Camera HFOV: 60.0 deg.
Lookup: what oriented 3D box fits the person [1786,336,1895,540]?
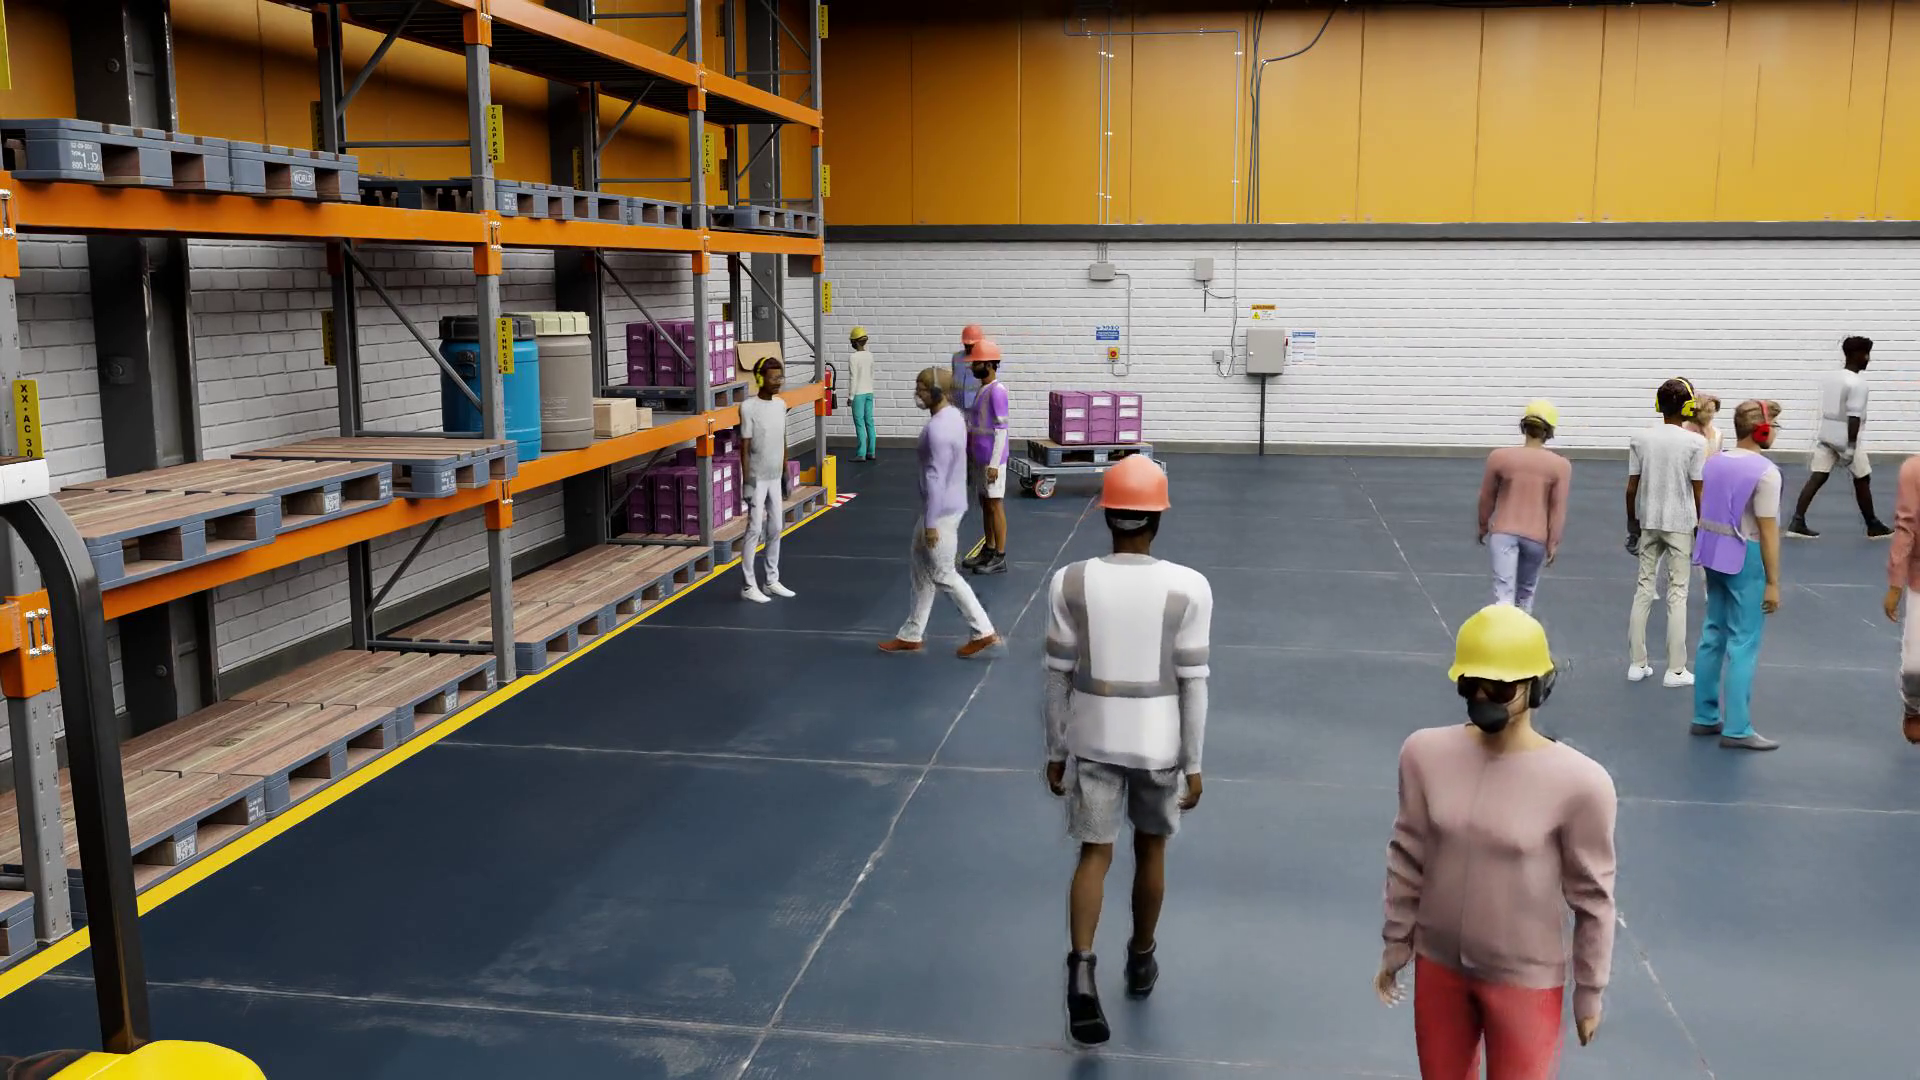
[{"bbox_3d":[8.233,-0.941,15.451,1.009,1.916,0.606,-1,9,-7],"label":"person"}]

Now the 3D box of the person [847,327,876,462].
[{"bbox_3d":[-1.321,-1.905,21.845,0.326,1.767,0.533,5,11,30],"label":"person"}]

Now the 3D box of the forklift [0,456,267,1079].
[{"bbox_3d":[-2.328,0.975,2.765,2.313,2.155,1.214,1,9,9],"label":"forklift"}]

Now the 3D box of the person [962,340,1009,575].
[{"bbox_3d":[0.219,-0.684,13.786,0.362,1.938,0.545,-3,10,-15],"label":"person"}]

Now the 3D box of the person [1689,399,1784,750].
[{"bbox_3d":[4.086,0.177,8.766,0.372,1.840,0.570,-2,9,-11],"label":"person"}]

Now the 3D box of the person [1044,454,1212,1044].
[{"bbox_3d":[0.537,0.678,5.471,0.548,1.916,0.845,2,9,13],"label":"person"}]

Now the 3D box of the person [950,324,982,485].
[{"bbox_3d":[0.081,-1.551,19.254,0.625,1.895,0.461,5,10,28],"label":"person"}]

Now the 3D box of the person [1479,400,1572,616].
[{"bbox_3d":[3.525,-0.019,10.405,0.531,1.703,0.947,2,10,14],"label":"person"}]

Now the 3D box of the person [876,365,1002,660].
[{"bbox_3d":[-0.121,-0.171,10.702,0.827,1.915,0.645,1,9,5],"label":"person"}]

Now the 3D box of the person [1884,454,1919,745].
[{"bbox_3d":[4.903,0.205,8.192,0.618,1.970,0.684,5,10,27],"label":"person"}]

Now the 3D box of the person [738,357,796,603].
[{"bbox_3d":[-1.475,-0.459,12.645,0.322,1.860,0.521,7,11,36],"label":"person"}]

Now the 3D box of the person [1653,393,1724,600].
[{"bbox_3d":[5.498,-0.290,12.438,0.562,1.589,0.873,-2,9,-13],"label":"person"}]

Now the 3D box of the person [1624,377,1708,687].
[{"bbox_3d":[4.283,-0.050,10.079,0.328,1.873,0.519,-8,12,-40],"label":"person"}]

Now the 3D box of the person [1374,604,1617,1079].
[{"bbox_3d":[1.280,1.001,3.958,0.531,1.753,0.459,9,13,44],"label":"person"}]
